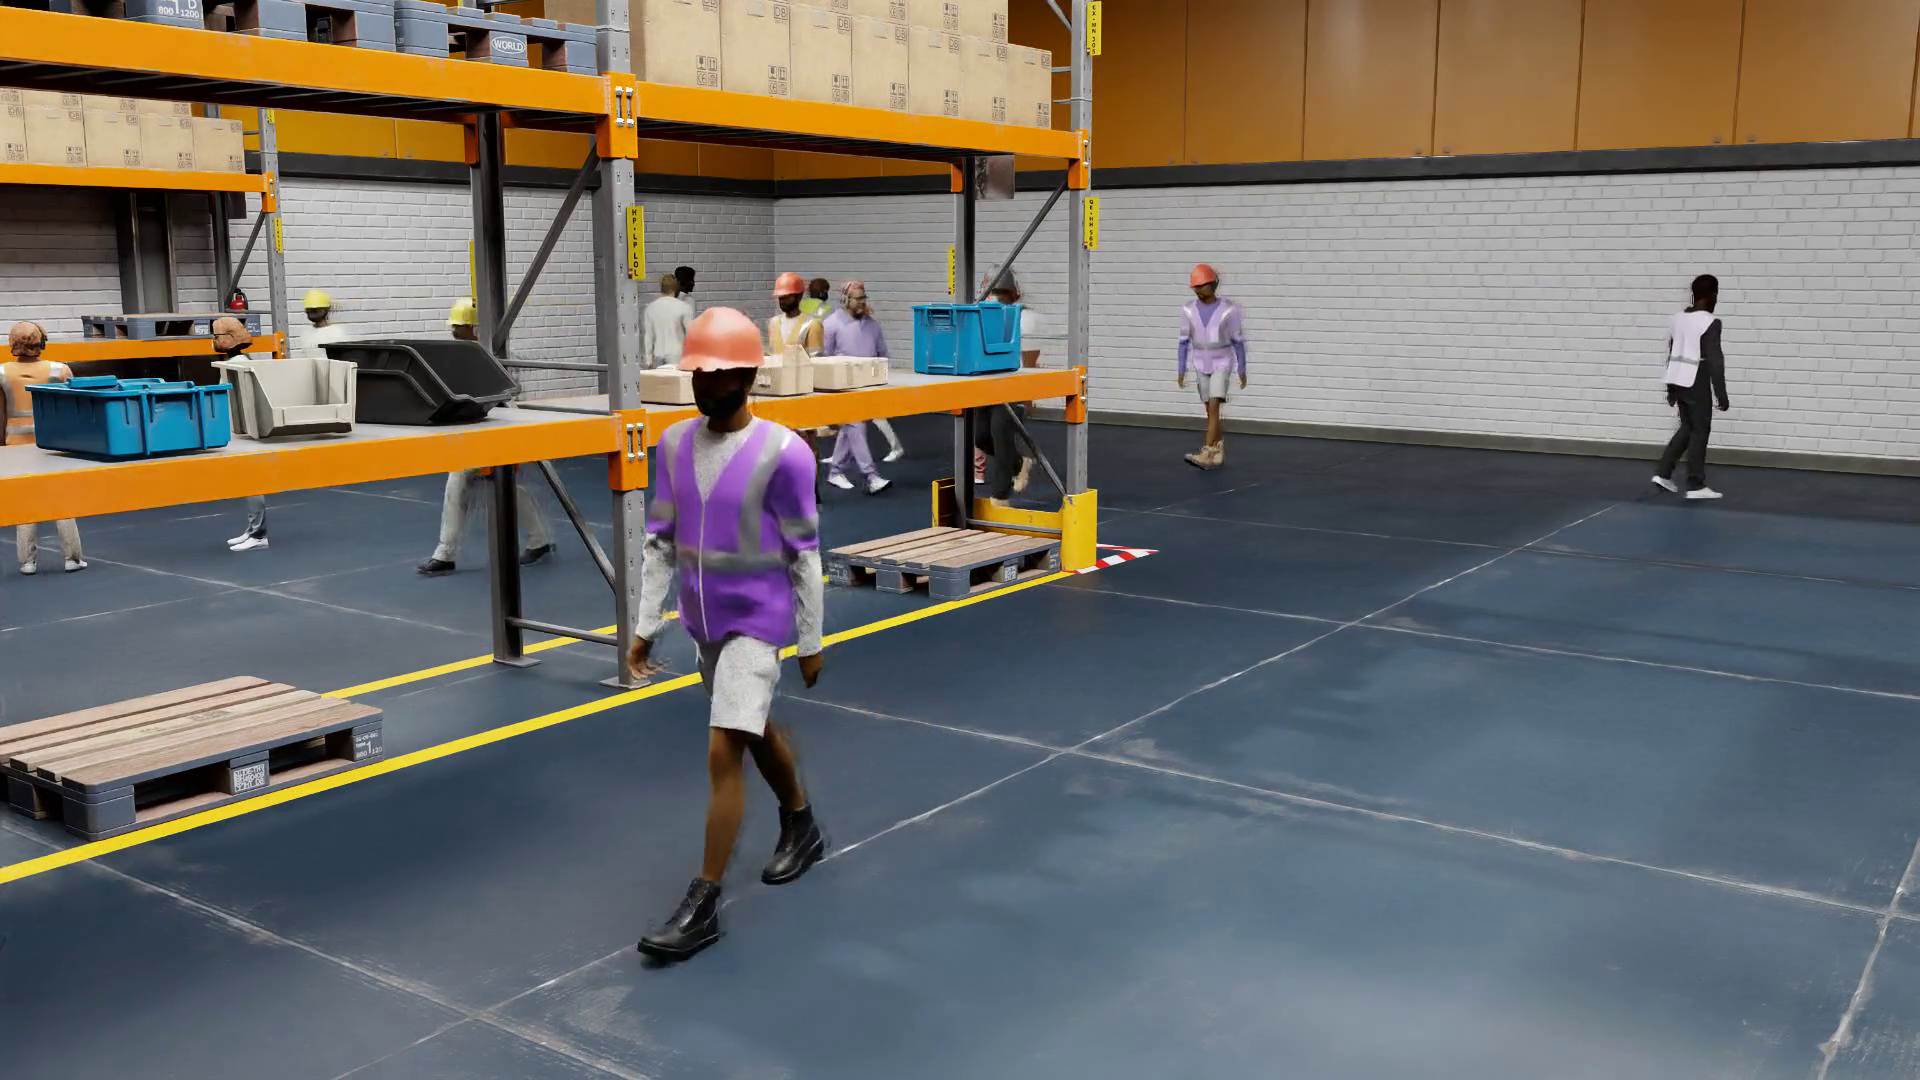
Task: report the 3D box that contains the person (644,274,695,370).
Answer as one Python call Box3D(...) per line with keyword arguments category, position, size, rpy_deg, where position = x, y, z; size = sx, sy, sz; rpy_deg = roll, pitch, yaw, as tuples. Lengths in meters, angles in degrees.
Box3D(category="person", position=(-3.238, -2.045, 18.731), size=(0.640, 1.885, 1.050), rpy_deg=(6, 11, 31))

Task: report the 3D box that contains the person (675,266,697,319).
Box3D(category="person", position=(-3.404, -2.396, 20.533), size=(0.362, 1.962, 0.613), rpy_deg=(-9, 13, -42))

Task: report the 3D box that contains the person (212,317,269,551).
Box3D(category="person", position=(-5.055, -0.742, 11.669), size=(0.269, 1.632, 0.505), rpy_deg=(-4, 10, -24))

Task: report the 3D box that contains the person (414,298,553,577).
Box3D(category="person", position=(-3.080, -0.673, 10.802), size=(0.593, 1.790, 0.924), rpy_deg=(9, 13, 43))

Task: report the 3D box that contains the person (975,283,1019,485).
Box3D(category="person", position=(0.301, -1.445, 15.041), size=(0.643, 1.909, 0.410), rpy_deg=(-1, 10, -7))

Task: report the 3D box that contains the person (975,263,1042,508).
Box3D(category="person", position=(0.367, -1.269, 13.597), size=(0.733, 2.000, 0.684), rpy_deg=(-9, 13, -42))

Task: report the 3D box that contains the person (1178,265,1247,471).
Box3D(category="person", position=(2.446, -1.675, 16.172), size=(0.645, 1.974, 1.068), rpy_deg=(6, 11, 31))

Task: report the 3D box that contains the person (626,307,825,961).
Box3D(category="person", position=(-0.677, 0.236, 5.095), size=(0.544, 1.894, 1.000), rpy_deg=(6, 11, 32))

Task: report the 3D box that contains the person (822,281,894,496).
Box3D(category="person", position=(-0.878, -1.318, 14.476), size=(1.045, 1.845, 0.664), rpy_deg=(9, 13, 43))

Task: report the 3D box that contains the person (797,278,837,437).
Box3D(category="person", position=(-1.636, -2.091, 19.139), size=(0.455, 1.832, 0.639), rpy_deg=(-9, 13, -42))

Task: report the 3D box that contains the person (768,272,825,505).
Box3D(category="person", position=(-1.377, -1.234, 13.706), size=(0.552, 1.933, 0.379), rpy_deg=(6, 12, 34))

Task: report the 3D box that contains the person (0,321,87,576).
Box3D(category="person", position=(-5.940, -0.586, 10.723), size=(0.511, 1.640, 0.308), rpy_deg=(-4, 10, -21))

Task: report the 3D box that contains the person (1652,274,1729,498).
Box3D(category="person", position=(6.276, -1.296, 14.149), size=(0.482, 1.912, 0.600), rpy_deg=(-1, 10, -8))

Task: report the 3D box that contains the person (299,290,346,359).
Box3D(category="person", position=(-5.842, -1.385, 15.122), size=(0.547, 1.747, 0.591), rpy_deg=(3, 10, 20))

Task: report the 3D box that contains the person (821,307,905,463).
Box3D(category="person", position=(-0.945, -1.561, 16.659), size=(0.832, 1.597, 0.510), rpy_deg=(-3, 10, -18))
